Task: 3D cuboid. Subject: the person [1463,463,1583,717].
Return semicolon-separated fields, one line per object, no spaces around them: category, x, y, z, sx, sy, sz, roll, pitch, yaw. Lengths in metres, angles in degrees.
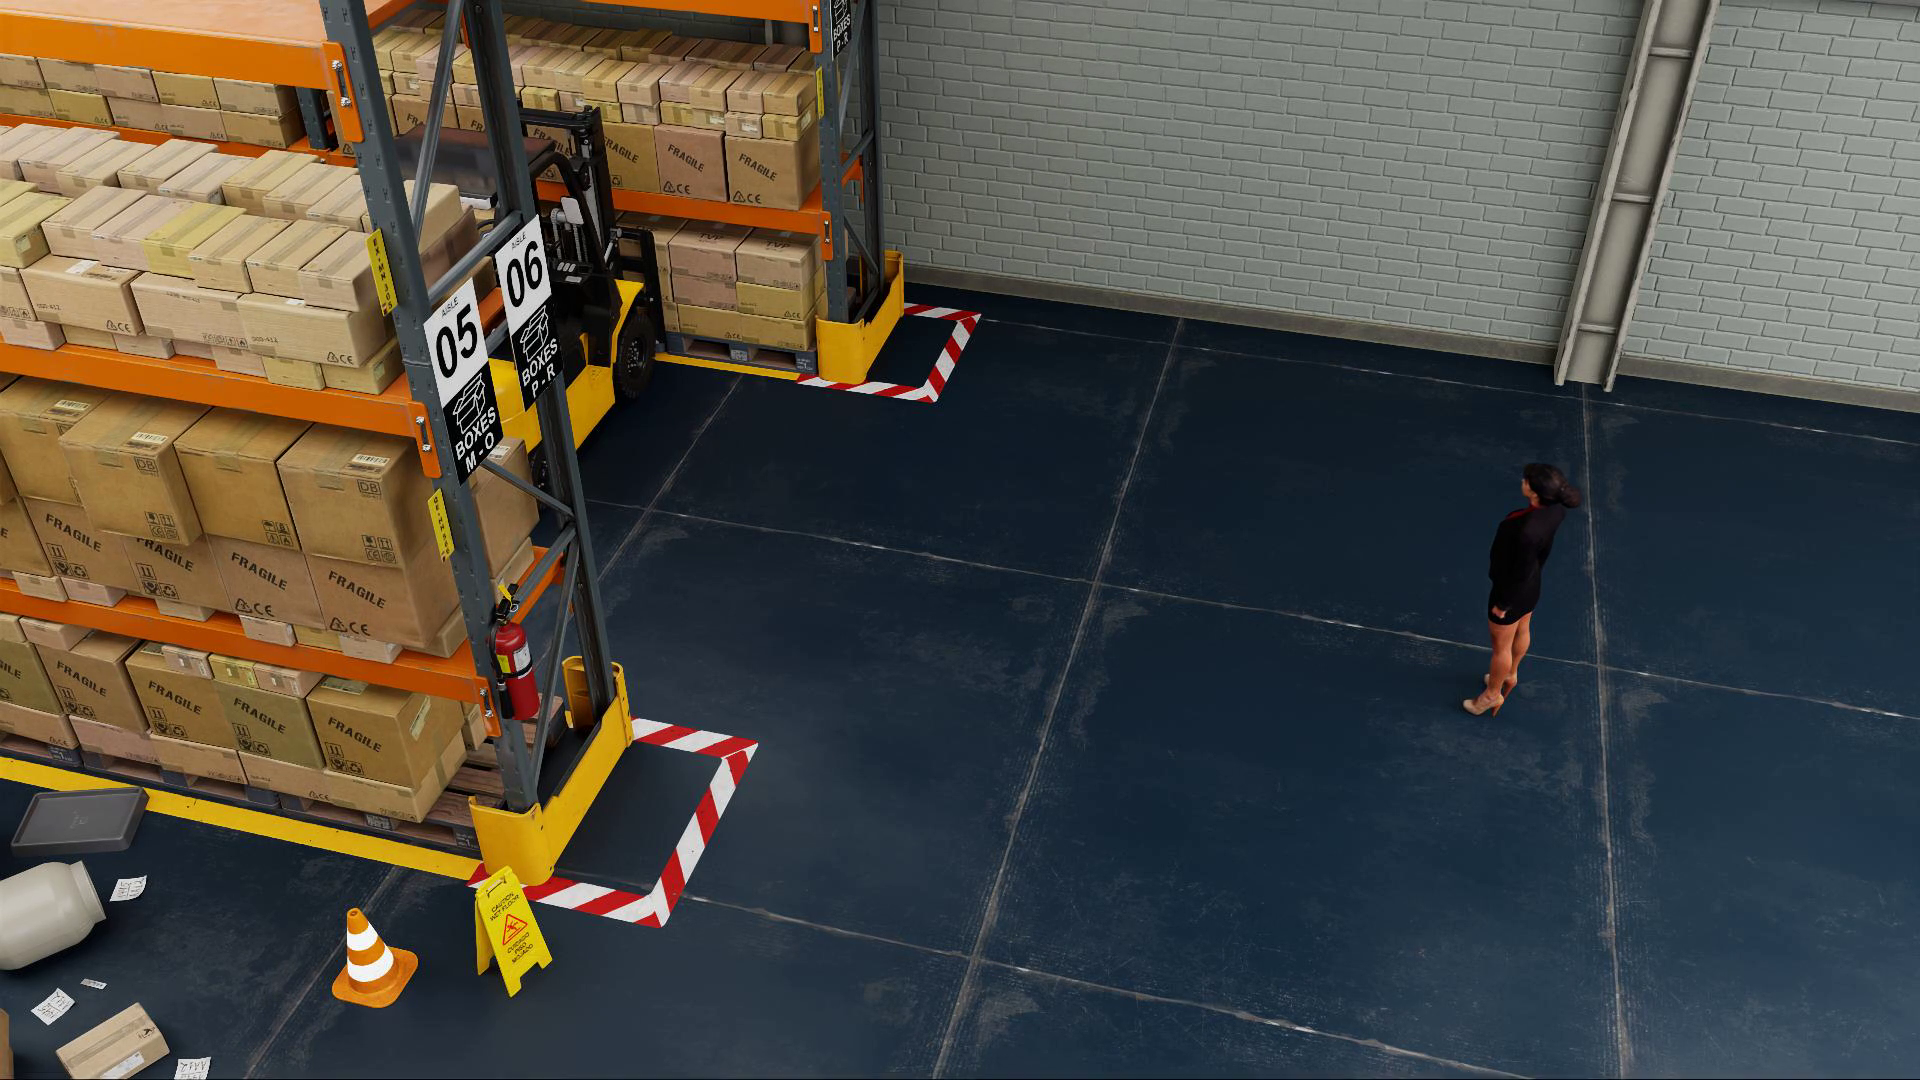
person;3.004;0.271;8.973;0.742;1.639;0.688;28;45;32
